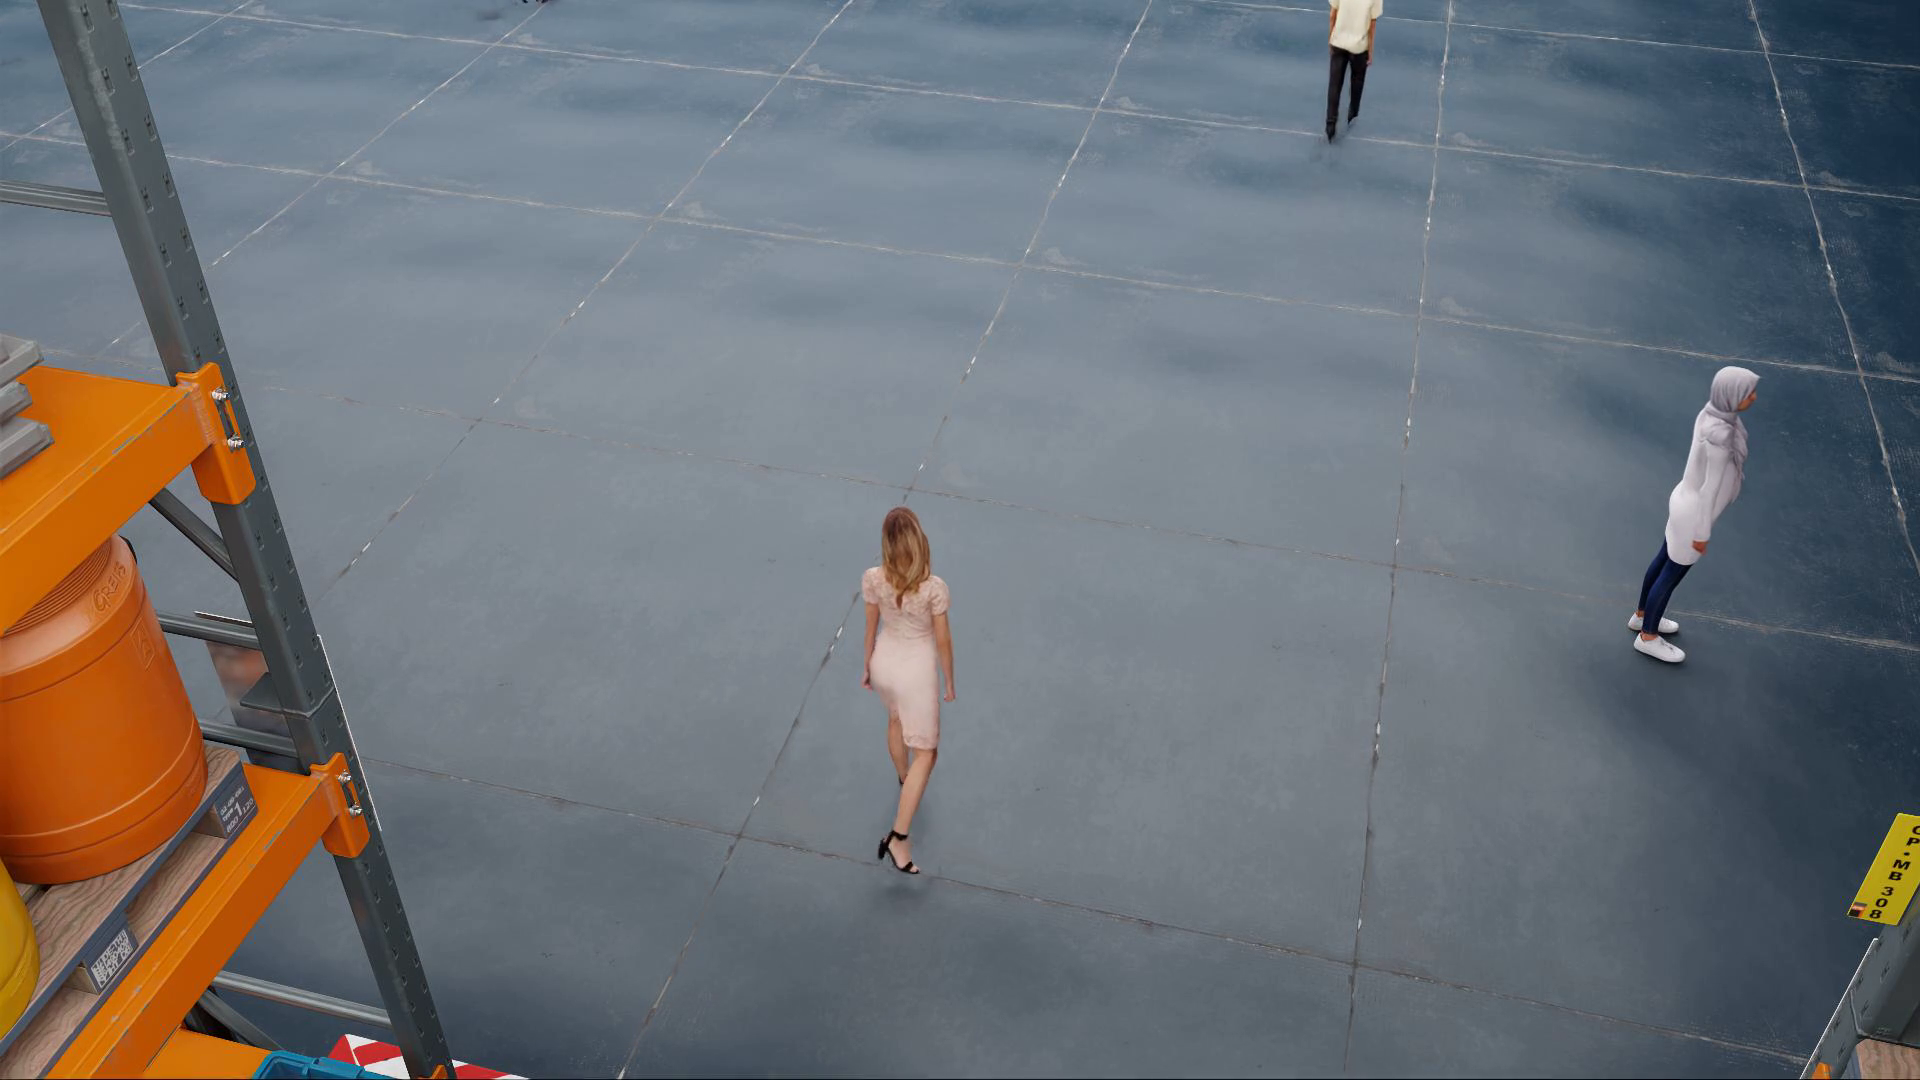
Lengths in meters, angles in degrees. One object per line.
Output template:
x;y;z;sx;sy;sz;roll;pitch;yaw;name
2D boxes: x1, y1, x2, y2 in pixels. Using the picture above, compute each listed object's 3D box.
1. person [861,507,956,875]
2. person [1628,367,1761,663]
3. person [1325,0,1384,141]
-0.273;0.701;7.715;0.694;1.800;0.933;18;42;22;person
3.883;-0.148;8.820;0.666;1.775;0.458;11;39;13;person
3.295;-4.159;14.118;0.653;1.565;0.872;13;40;16;person
